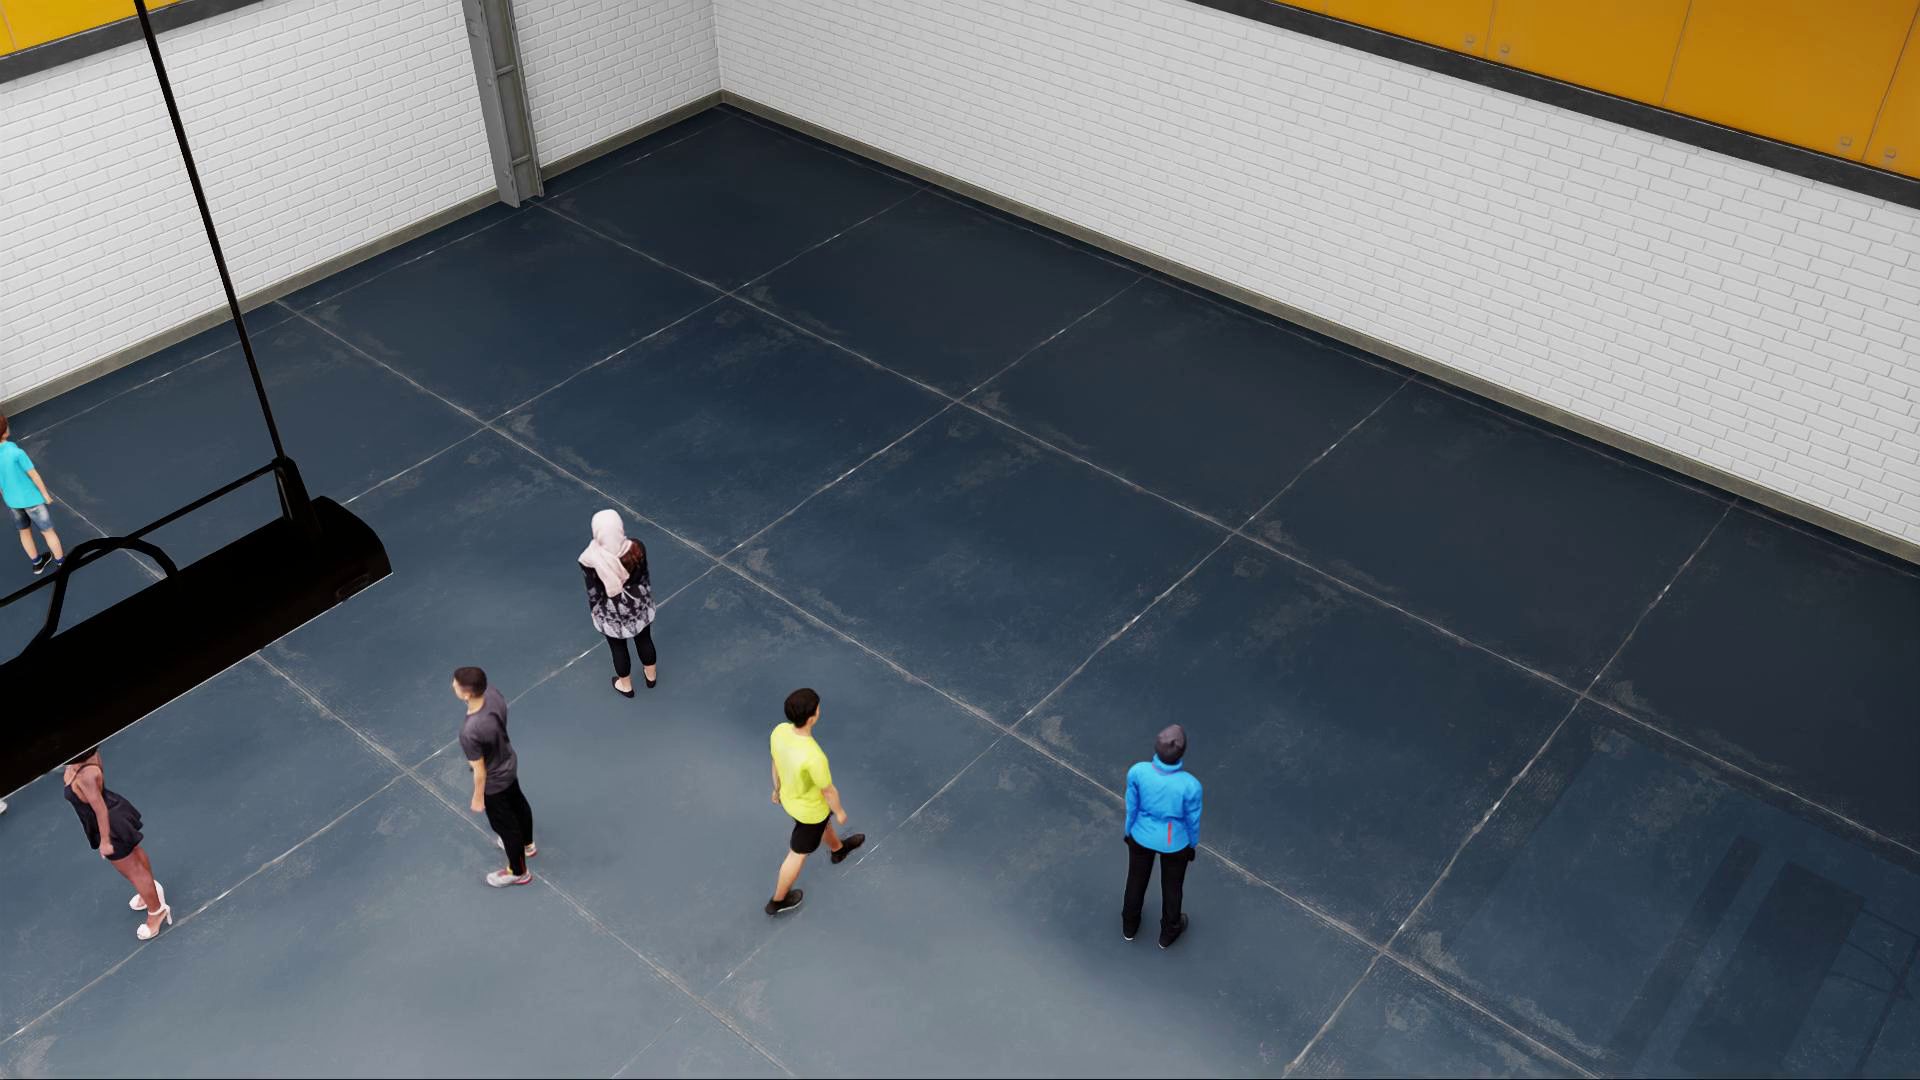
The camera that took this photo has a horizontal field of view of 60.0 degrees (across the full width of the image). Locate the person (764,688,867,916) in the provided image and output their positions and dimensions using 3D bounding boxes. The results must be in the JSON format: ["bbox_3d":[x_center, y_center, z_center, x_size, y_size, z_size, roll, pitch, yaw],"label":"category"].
[{"bbox_3d":[-1.005,1.643,10.208,1.128,1.667,0.763,-29,47,-31],"label":"person"}]

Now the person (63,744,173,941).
[{"bbox_3d":[-5.123,1.709,10.027,0.638,1.790,0.623,-19,42,-22],"label":"person"}]

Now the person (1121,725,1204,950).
[{"bbox_3d":[1.189,1.786,9.928,0.678,1.794,0.665,12,40,14],"label":"person"}]

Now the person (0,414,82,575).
[{"bbox_3d":[-7.270,-0.355,12.884,0.592,1.449,0.621,4,39,4],"label":"person"}]

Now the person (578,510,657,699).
[{"bbox_3d":[-2.384,0.441,11.736,0.663,1.638,0.770,-21,43,-24],"label":"person"}]

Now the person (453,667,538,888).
[{"bbox_3d":[-2.902,1.455,10.366,0.775,1.764,0.684,2,39,2],"label":"person"}]
